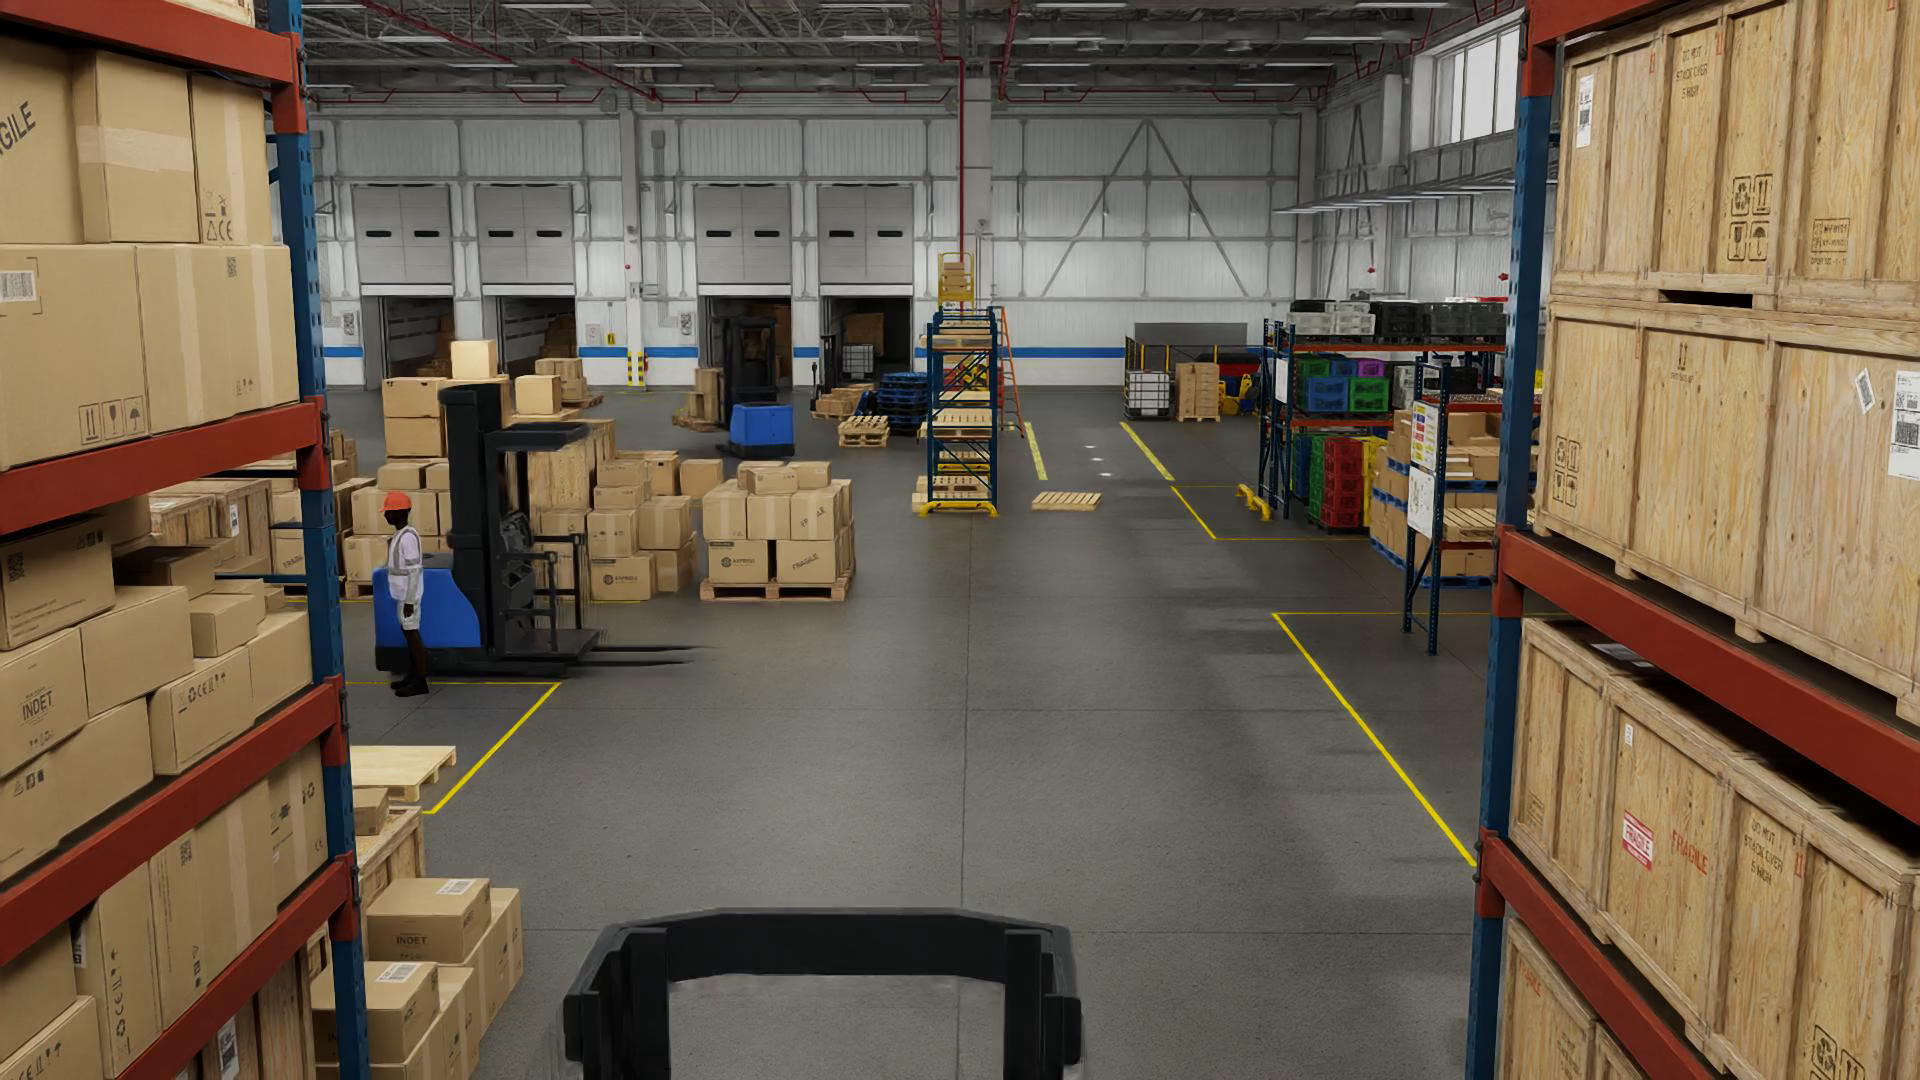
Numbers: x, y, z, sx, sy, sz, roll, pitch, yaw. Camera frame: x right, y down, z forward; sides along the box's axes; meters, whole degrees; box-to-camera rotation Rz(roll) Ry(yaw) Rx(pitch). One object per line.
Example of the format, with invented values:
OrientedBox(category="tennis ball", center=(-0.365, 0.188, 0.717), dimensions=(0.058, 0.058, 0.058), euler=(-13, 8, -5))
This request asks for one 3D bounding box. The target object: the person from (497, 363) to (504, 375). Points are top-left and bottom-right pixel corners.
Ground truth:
OrientedBox(category="person", center=(-9.260, -2.570, 33.252), dimensions=(0.630, 1.936, 0.369), euler=(9, 13, 42))

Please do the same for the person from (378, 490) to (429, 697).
OrientedBox(category="person", center=(-5.207, 0.496, 15.556), dimensions=(0.364, 1.935, 0.553), euler=(-5, 11, -25))

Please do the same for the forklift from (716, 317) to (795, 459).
OrientedBox(category="forklift", center=(-4.163, -3.123, 33.721), dimensions=(1.129, 2.768, 1.873), euler=(-5, 11, -25))

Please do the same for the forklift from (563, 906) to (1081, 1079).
OrientedBox(category="forklift", center=(-0.244, 2.140, 3.358), dimensions=(1.129, 2.768, 1.873), euler=(0, 10, 1))

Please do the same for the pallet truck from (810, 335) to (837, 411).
OrientedBox(category="pallet truck", center=(-3.021, -4.312, 43.126), dimensions=(1.885, 1.965, 0.823), euler=(3, 10, 17))

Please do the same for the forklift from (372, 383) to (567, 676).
OrientedBox(category="forklift", center=(-4.779, -0.134, 16.474), dimensions=(1.873, 2.768, 1.129), euler=(0, 10, 1))
